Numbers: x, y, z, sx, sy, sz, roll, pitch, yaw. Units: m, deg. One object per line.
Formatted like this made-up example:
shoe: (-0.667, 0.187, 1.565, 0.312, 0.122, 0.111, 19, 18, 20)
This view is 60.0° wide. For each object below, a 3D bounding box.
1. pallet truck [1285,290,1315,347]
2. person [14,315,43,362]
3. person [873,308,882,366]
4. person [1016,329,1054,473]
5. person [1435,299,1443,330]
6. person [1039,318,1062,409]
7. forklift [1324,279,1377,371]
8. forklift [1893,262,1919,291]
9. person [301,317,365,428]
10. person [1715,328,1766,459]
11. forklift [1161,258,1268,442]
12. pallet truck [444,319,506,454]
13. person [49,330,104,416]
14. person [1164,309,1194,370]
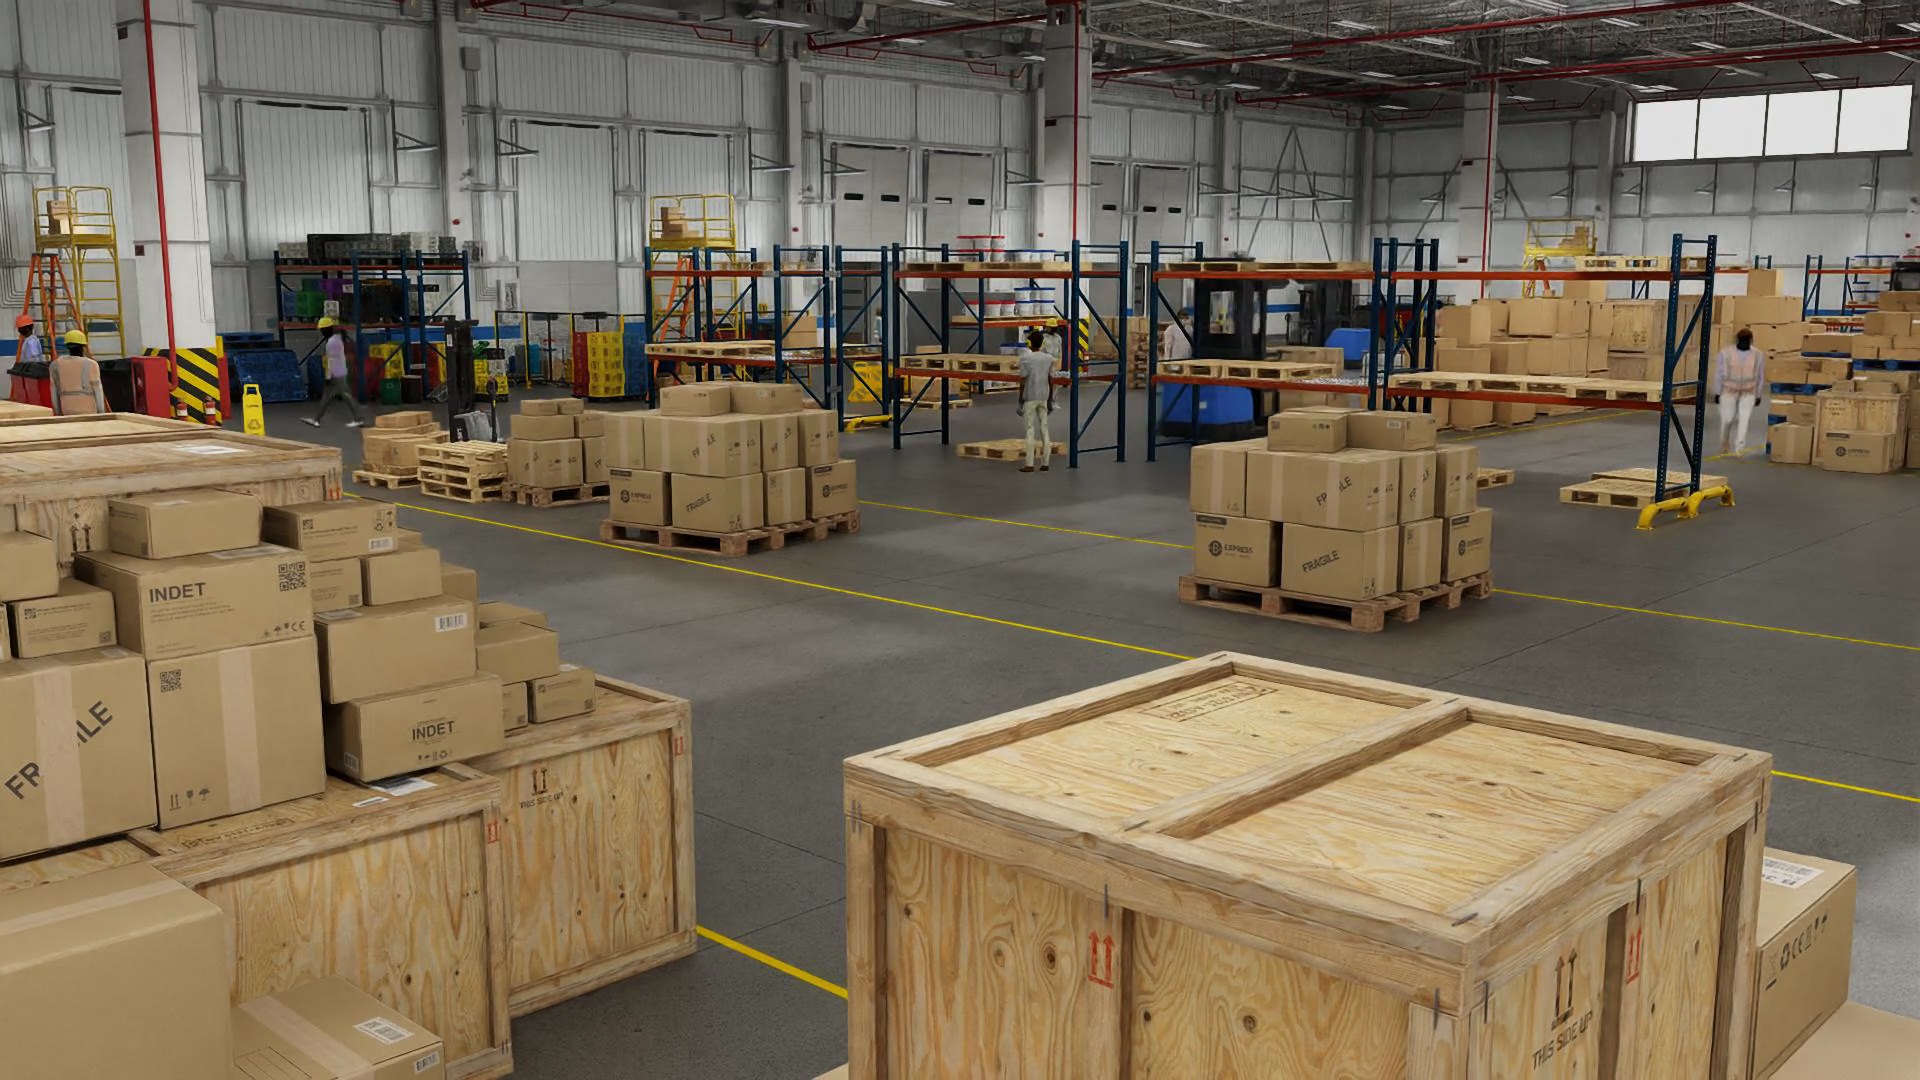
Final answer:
pallet truck: (11.297, -6.951, 52.861, 1.885, 1.965, 0.823, -5, 11, -29)
person: (-14.783, -2.612, 26.472, 0.374, 1.928, 0.543, -6, 11, -32)
person: (-2.154, -5.380, 44.367, 0.314, 1.632, 0.520, -1, 9, -5)
person: (0.979, -1.802, 21.669, 0.514, 1.876, 0.328, -4, 10, -23)
person: (15.321, -6.865, 53.268, 0.543, 1.683, 0.463, 6, 11, 32)
person: (1.720, -3.330, 31.478, 0.484, 1.735, 0.335, -5, 10, -27)
forklift: (9.936, -5.878, 43.584, 1.873, 2.768, 1.129, 9, 13, 43)
forklift: (23.247, -5.404, 40.679, 1.129, 2.768, 1.873, 4, 10, 21)
person: (-10.471, -2.783, 27.721, 1.028, 1.859, 0.604, -4, 10, -23)
person: (10.958, -2.062, 23.385, 0.643, 1.831, 0.439, 3, 10, 18)
forklift: (4.100, -2.999, 25.930, 1.129, 2.768, 1.873, 9, 13, 43)
pallet truck: (-6.981, -1.942, 22.150, 1.885, 1.965, 0.823, 1, 9, 9)
person: (-10.623, -1.566, 20.070, 0.593, 1.922, 0.383, -1, 9, -4)
person: (3.995, -3.218, 30.182, 0.629, 1.932, 0.379, -4, 10, -25)
